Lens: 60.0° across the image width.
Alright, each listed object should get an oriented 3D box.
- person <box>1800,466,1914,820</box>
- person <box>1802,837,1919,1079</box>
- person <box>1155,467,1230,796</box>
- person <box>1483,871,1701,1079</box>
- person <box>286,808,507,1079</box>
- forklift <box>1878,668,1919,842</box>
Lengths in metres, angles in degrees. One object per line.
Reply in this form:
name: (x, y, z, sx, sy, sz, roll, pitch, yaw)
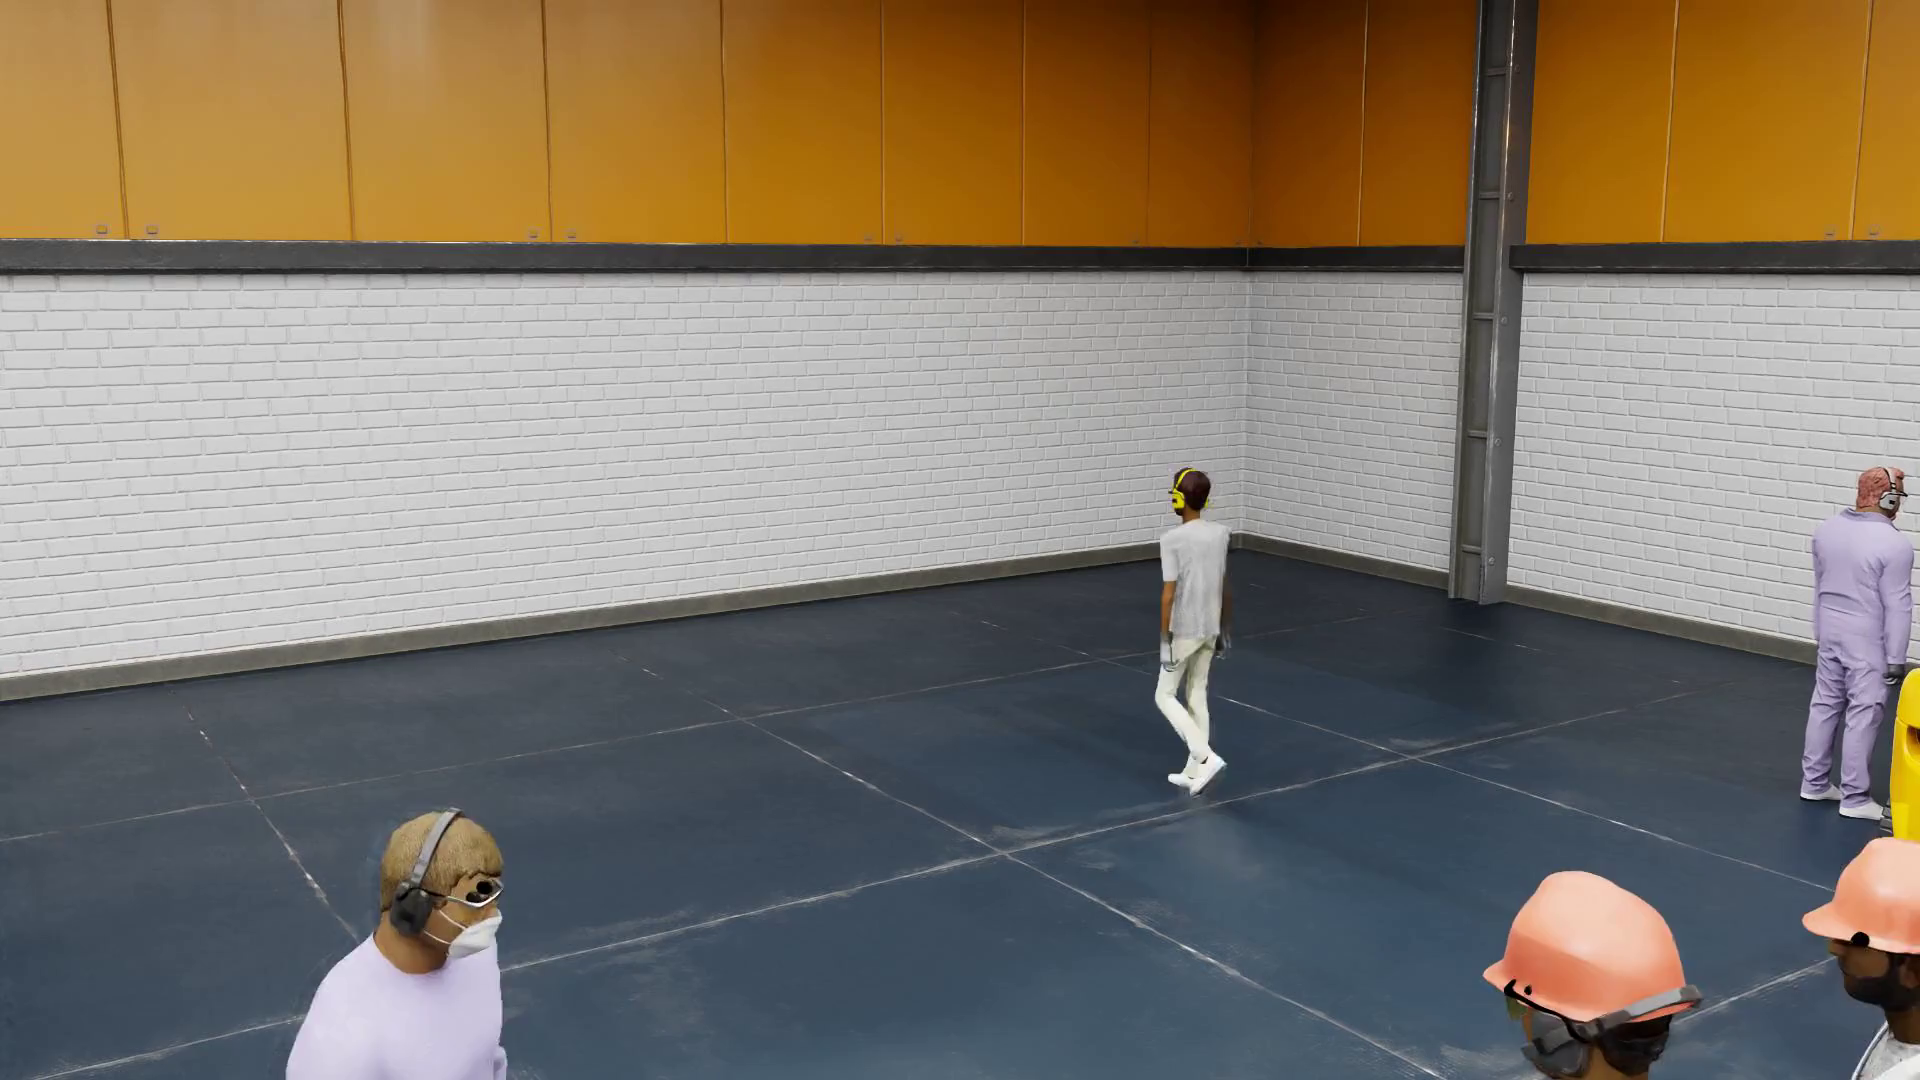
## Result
person: (4.862, 0.547, 8.947, 0.404, 1.900, 0.645, -2, 10, -14)
person: (1.672, 1.490, 3.209, 0.822, 1.909, 0.583, 4, 10, 25)
person: (1.326, 0.528, 9.210, 0.521, 1.856, 0.491, -6, 11, -31)
person: (0.967, 1.520, 2.651, 0.615, 2.039, 0.392, -7, 12, -36)
person: (-1.165, 1.461, 3.397, 0.555, 1.908, 0.707, 2, 10, 9)
forklift: (5.511, 0.571, 7.906, 2.313, 2.155, 1.214, -6, 11, -33)
